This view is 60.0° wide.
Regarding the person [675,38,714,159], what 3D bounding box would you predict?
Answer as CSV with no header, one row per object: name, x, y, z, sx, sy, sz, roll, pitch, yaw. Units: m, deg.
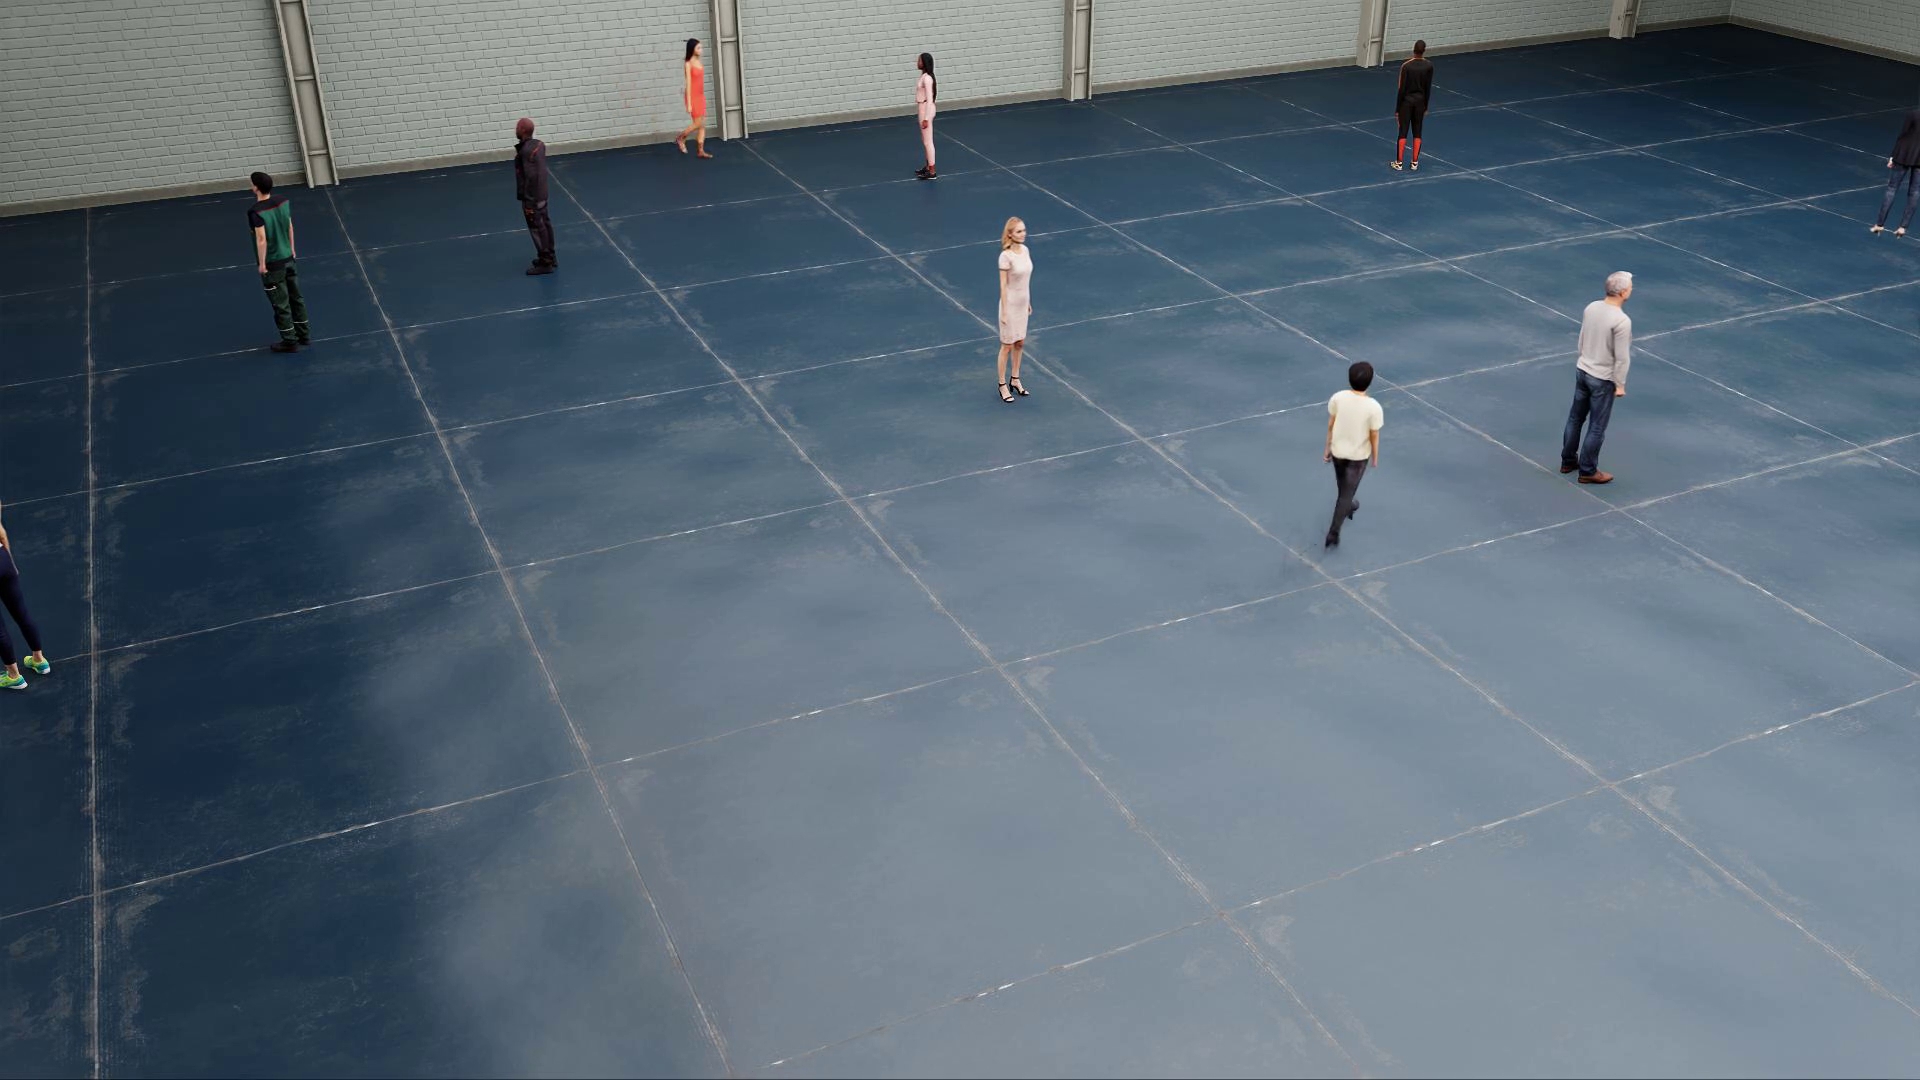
person,-3.900,-6.363,24.041,0.929,1.707,0.866,9,29,16

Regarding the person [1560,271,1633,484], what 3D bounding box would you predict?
person,5.590,-1.430,14.561,0.643,1.911,0.744,-9,29,-17

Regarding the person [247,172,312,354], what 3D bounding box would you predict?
person,-7.122,-2.911,17.353,0.804,1.901,0.756,8,29,15

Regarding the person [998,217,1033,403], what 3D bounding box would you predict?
person,0.519,-2.255,16.195,0.698,1.831,0.562,23,36,37

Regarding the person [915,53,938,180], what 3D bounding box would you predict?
person,-0.470,-5.919,23.192,0.636,1.720,0.686,-3,28,-6

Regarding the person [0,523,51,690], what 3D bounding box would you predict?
person,-6.791,0.247,11.636,0.746,1.700,0.676,11,30,20

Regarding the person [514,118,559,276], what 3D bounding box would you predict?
person,-5.001,-4.062,19.594,0.762,1.825,0.786,0,28,0

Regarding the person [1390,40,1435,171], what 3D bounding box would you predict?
person,6.416,-6.168,23.566,0.600,1.808,0.747,-1,28,-3

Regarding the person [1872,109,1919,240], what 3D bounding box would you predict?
person,10.786,-4.315,18.886,0.829,1.783,0.794,10,30,19

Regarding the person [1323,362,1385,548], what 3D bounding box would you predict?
person,3.134,-0.656,13.486,0.889,1.555,1.066,19,33,31
